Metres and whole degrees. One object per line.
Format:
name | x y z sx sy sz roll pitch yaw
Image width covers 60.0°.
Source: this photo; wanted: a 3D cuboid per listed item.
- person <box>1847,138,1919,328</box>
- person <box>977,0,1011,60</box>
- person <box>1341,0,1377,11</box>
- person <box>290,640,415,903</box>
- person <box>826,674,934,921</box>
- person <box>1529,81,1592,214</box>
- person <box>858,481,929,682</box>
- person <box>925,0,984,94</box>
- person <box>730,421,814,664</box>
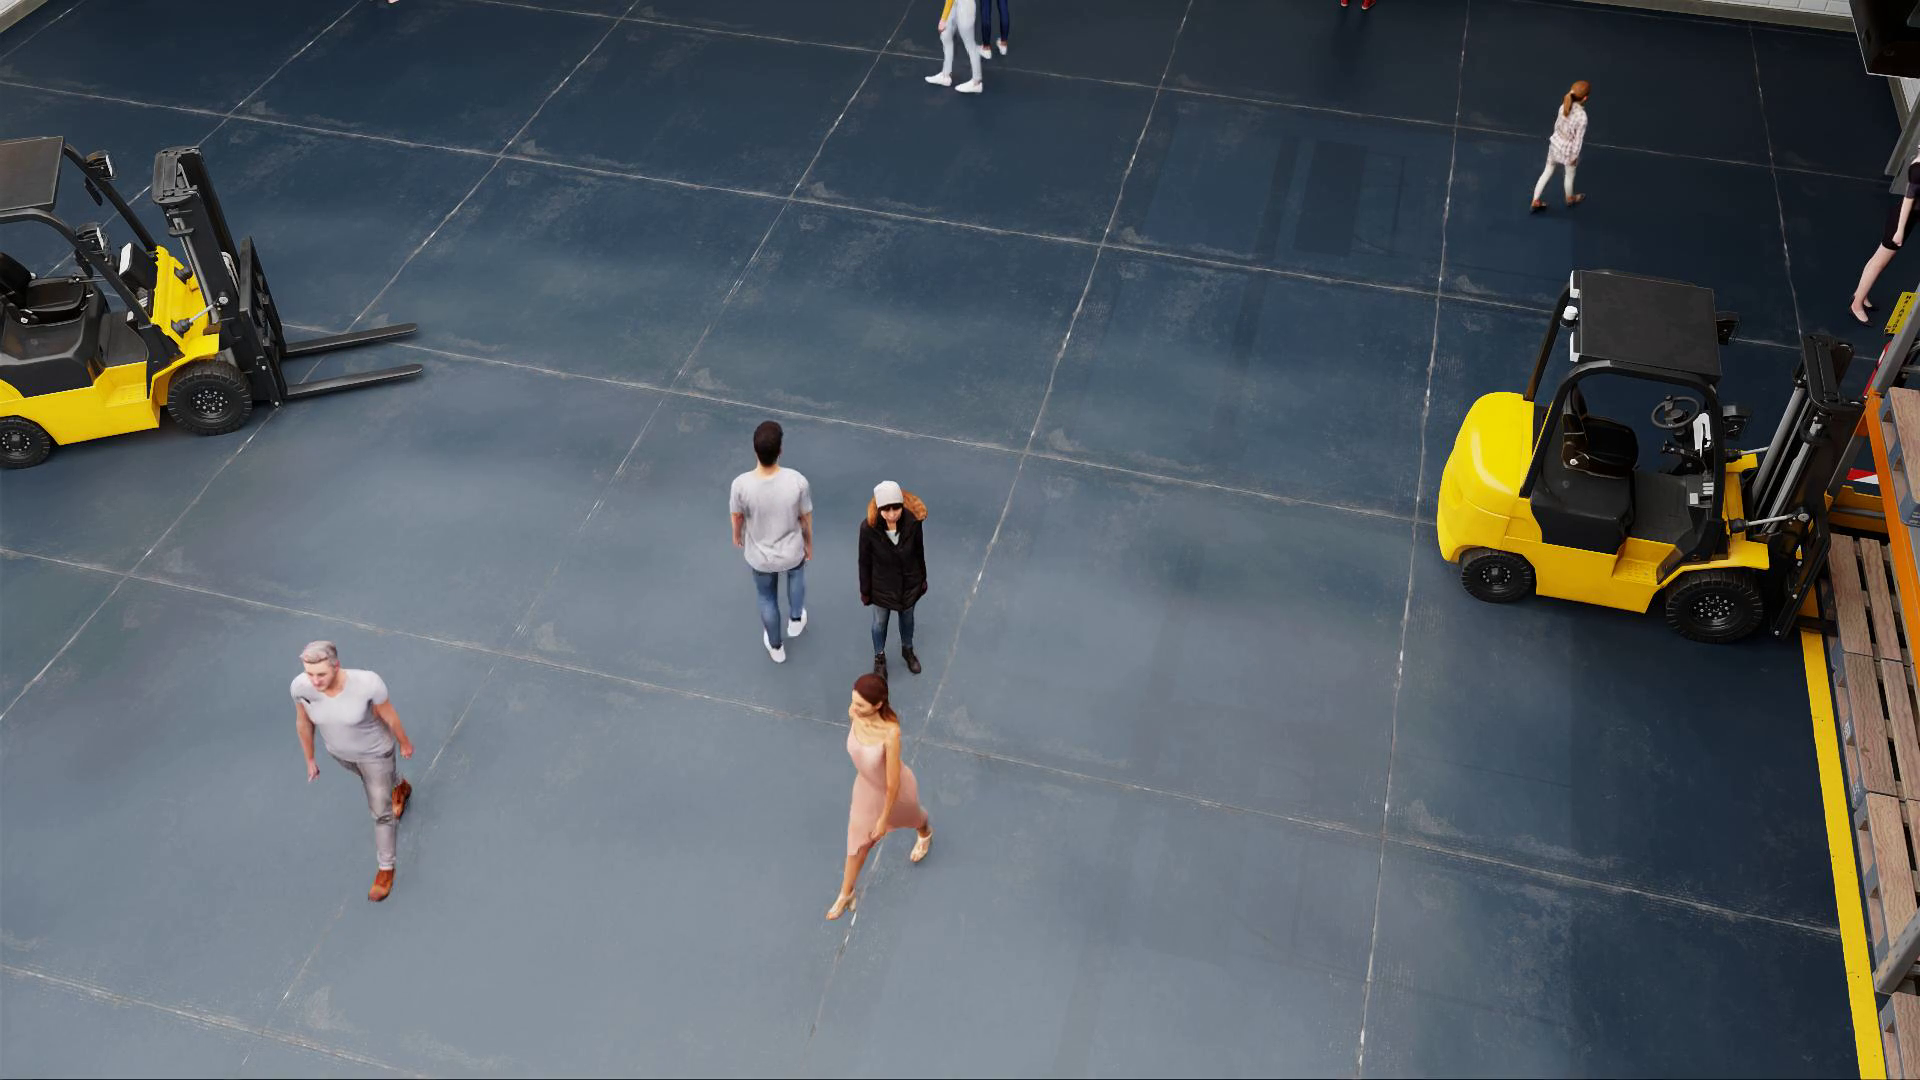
person | 7.760 -2.627 13.719 0.696 1.830 0.543 24 49 23
person | 0.347 -5.832 17.124 0.672 1.773 0.710 -16 46 -16
person | 4.419 -6.618 17.960 0.641 1.759 0.593 14 45 15
person | -3.499 1.159 9.786 0.862 1.773 1.245 3 44 3
person | -0.358 1.371 9.561 0.907 1.775 1.212 28 50 26
person | 5.424 -3.535 15.067 0.882 1.285 0.839 -18 47 -18
person | -0.435 0.256 10.834 0.749 1.634 0.784 -13 45 -13
person | 0.121 -5.246 16.538 0.770 1.732 0.823 2 44 2
person | -1.194 0.093 10.833 0.815 1.871 0.839 -10 44 -10
